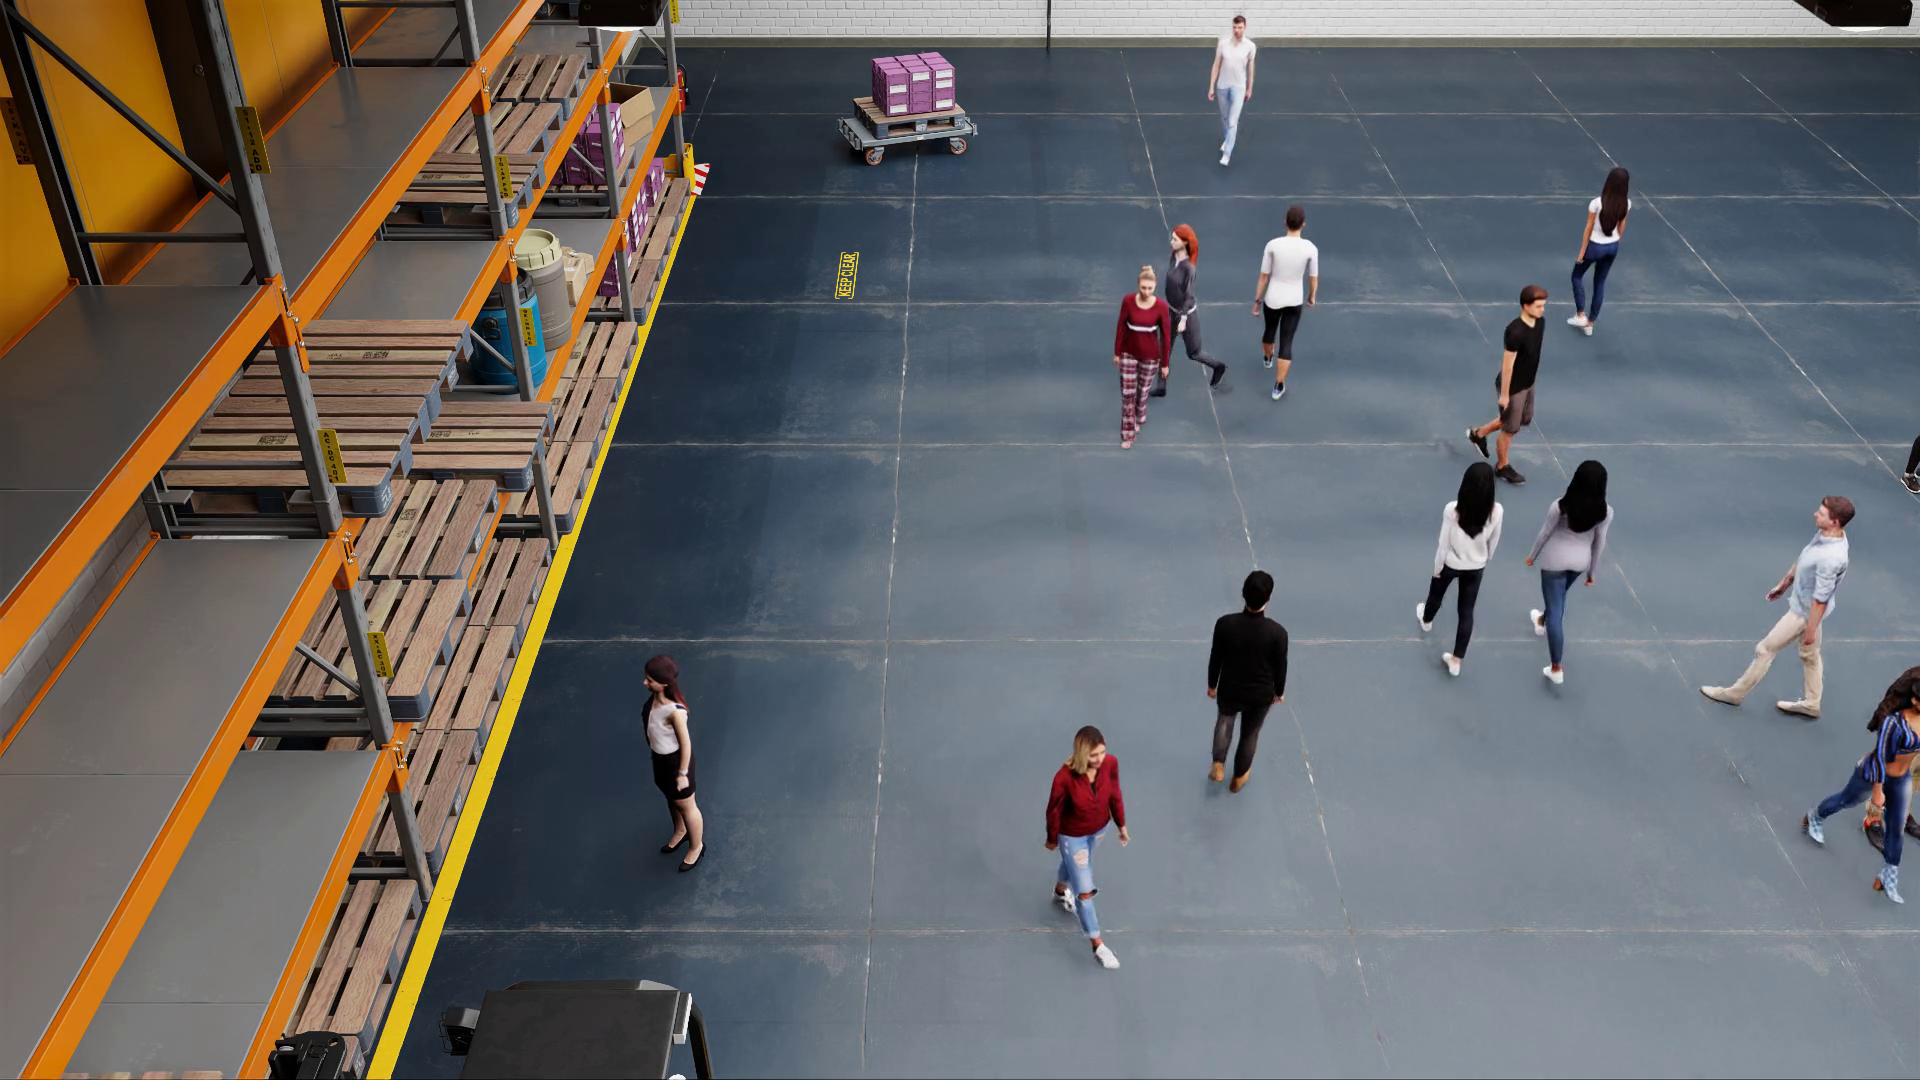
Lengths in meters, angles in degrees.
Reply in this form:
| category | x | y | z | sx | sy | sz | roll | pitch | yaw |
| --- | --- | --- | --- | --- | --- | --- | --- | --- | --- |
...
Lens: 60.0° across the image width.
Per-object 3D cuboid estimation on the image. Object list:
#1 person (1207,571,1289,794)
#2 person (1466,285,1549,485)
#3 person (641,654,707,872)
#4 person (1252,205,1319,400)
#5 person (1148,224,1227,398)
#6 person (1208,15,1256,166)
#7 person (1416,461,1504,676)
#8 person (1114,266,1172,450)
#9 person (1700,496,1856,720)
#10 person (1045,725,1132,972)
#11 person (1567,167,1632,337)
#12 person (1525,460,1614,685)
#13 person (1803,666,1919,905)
| category | x | y | z | sx | sy | sz | roll | pitch | yaw |
| --- | --- | --- | --- | --- | --- | --- | --- | --- | --- |
| person | 1.875 | 1.003 | 10.985 | 0.753 | 1.715 | 0.759 | 13 | 36 | 18 |
| person | 4.776 | -1.397 | 14.477 | 1.040 | 1.847 | 0.981 | 29 | 43 | 36 |
| person | -1.806 | 1.395 | 10.456 | 0.698 | 1.648 | 0.615 | -22 | 40 | -30 |
| person | 3.054 | -2.209 | 15.727 | 0.902 | 1.814 | 1.201 | 7 | 34 | 11 |
| person | 2.153 | -2.126 | 15.661 | 0.929 | 1.750 | 1.063 | -14 | 36 | -19 |
| person | 3.437 | -5.707 | 21.003 | 0.986 | 1.801 | 1.290 | 14 | 36 | 19 |
| person | 3.698 | 0.244 | 12.171 | 0.628 | 1.666 | 0.984 | 0 | 34 | -1 |
| person | 1.644 | -1.713 | 15.102 | 0.739 | 1.681 | 0.898 | 5 | 34 | 7 |
| person | 6.020 | 0.521 | 11.619 | 1.029 | 1.816 | 1.094 | 18 | 37 | 24 |
| person | 0.694 | 1.716 | 10.022 | 0.978 | 1.594 | 1.110 | -23 | 40 | -30 |
| person | 6.489 | -2.867 | 16.763 | 0.637 | 1.764 | 0.611 | -5 | 34 | -7 |
| person | 4.432 | 0.253 | 12.132 | 0.631 | 1.694 | 1.154 | 0 | 34 | 0 |
| person | 5.725 | 1.445 | 10.444 | 0.789 | 1.579 | 1.108 | -9 | 35 | -13 |
